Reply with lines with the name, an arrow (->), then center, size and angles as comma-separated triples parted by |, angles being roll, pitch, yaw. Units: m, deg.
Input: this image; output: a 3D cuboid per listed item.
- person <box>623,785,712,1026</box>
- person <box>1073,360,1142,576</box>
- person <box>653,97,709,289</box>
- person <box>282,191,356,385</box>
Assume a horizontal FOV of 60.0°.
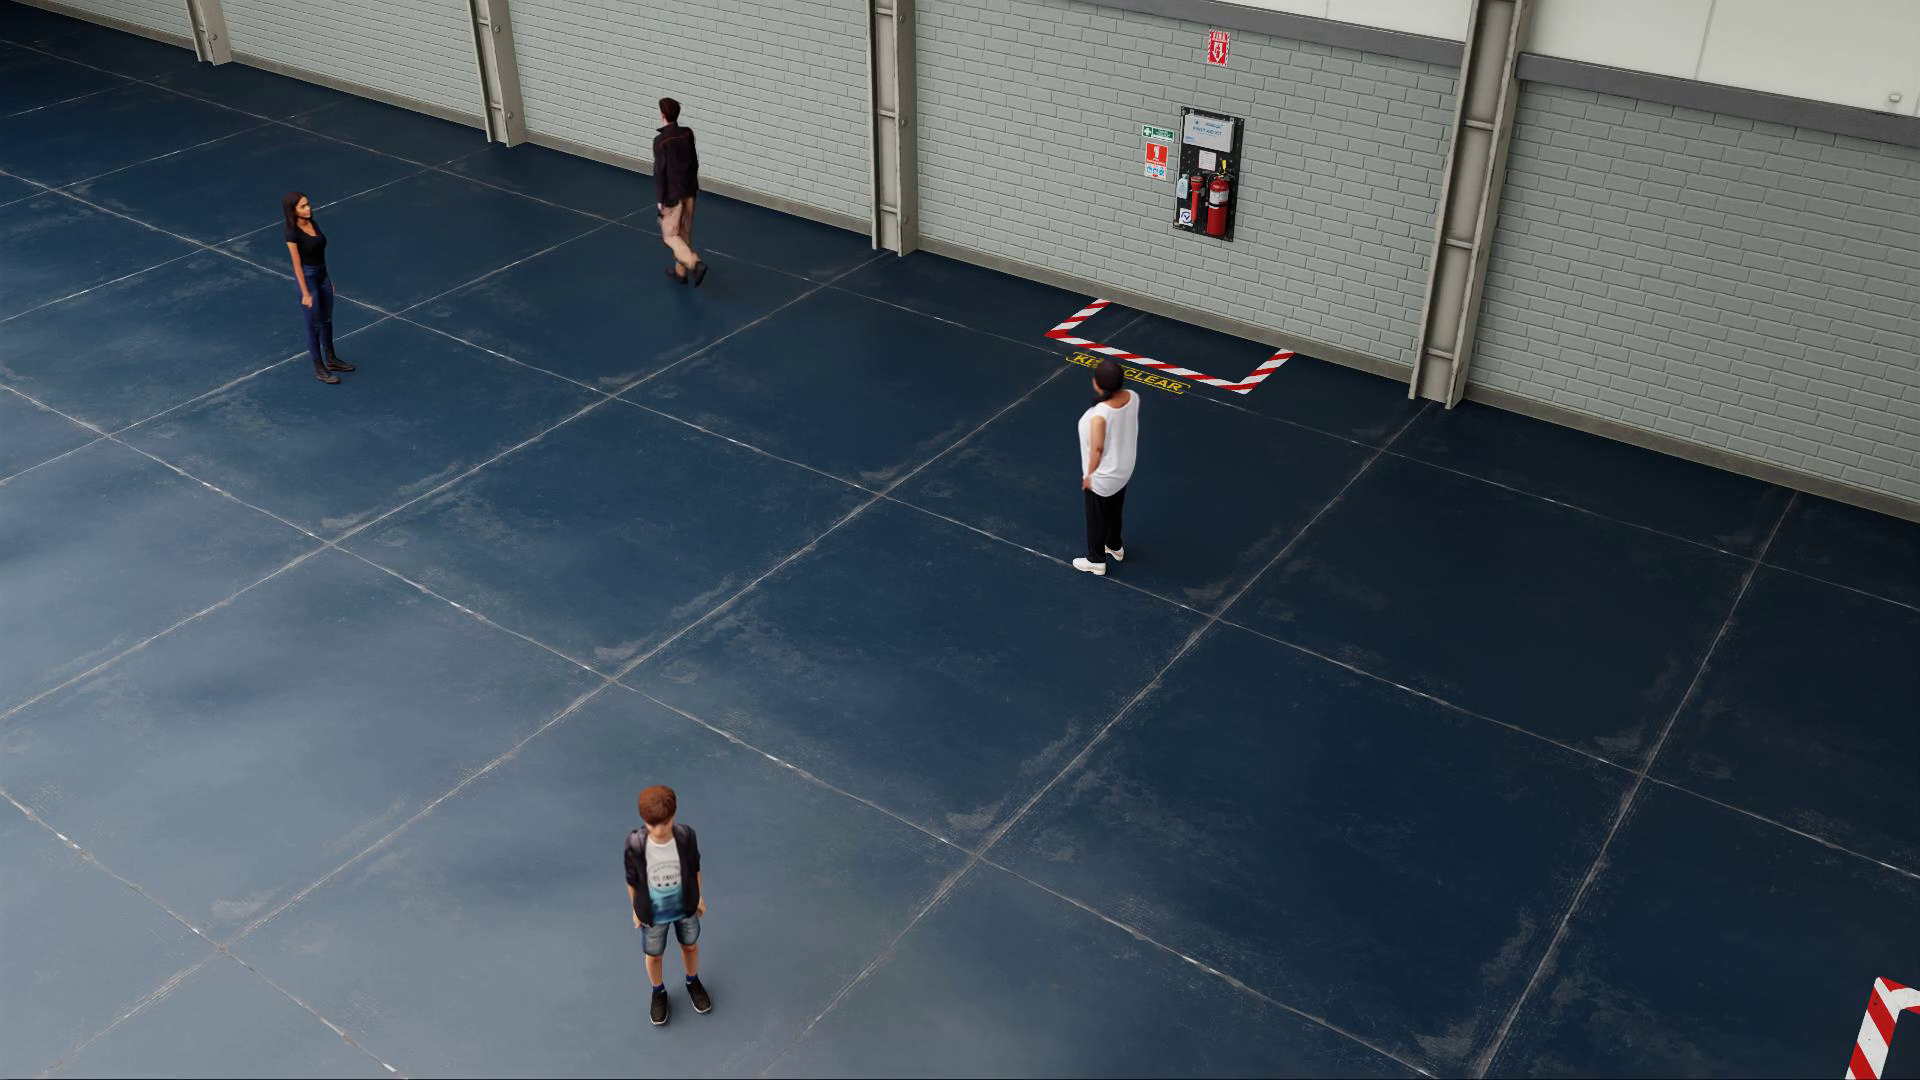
person -> -1.490, 1.843, 8.480 | 0.625, 1.447, 0.664 | -11, 34, -17
person -> 1.048, -0.545, 12.040 | 0.633, 1.687, 0.675 | 25, 40, 34
person -> -2.732, -3.357, 16.289 | 1.058, 1.909, 0.802 | 28, 42, 37
person -> -5.718, -2.252, 14.696 | 0.641, 1.739, 0.642 | 7, 33, 11
